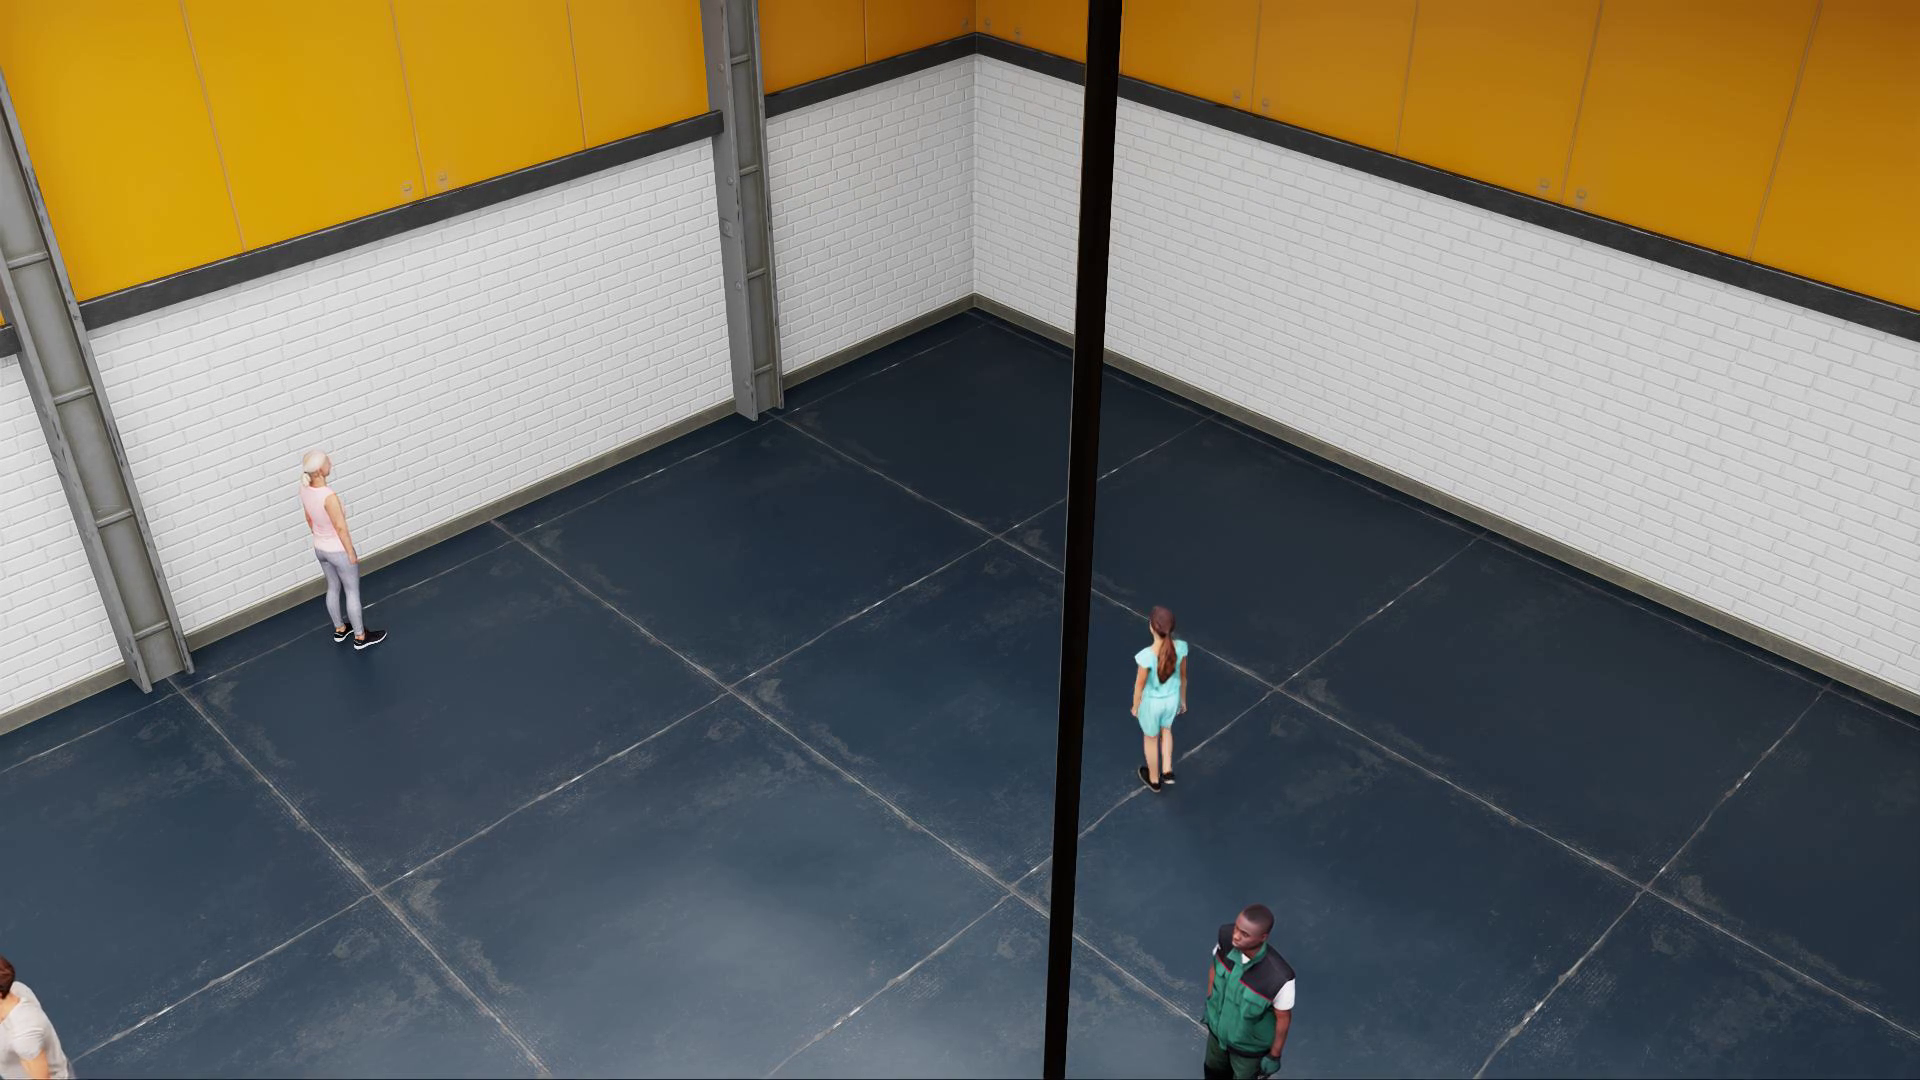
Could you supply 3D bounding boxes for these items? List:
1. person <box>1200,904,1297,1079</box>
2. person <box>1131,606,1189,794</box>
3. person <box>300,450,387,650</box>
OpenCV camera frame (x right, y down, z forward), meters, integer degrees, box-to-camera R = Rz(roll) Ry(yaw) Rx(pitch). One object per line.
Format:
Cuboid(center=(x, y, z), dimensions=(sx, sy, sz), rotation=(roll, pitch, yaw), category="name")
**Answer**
Cuboid(center=(1.518, 2.632, 8.937), dimensions=(0.622, 1.839, 0.709), rotation=(-24, 40, -31), category="person")
Cuboid(center=(1.405, 1.142, 11.438), dimensions=(0.647, 1.552, 0.717), rotation=(-11, 35, -17), category="person")
Cuboid(center=(-4.861, 0.064, 12.905), dimensions=(0.598, 1.724, 0.565), rotation=(19, 38, 26), category="person")
